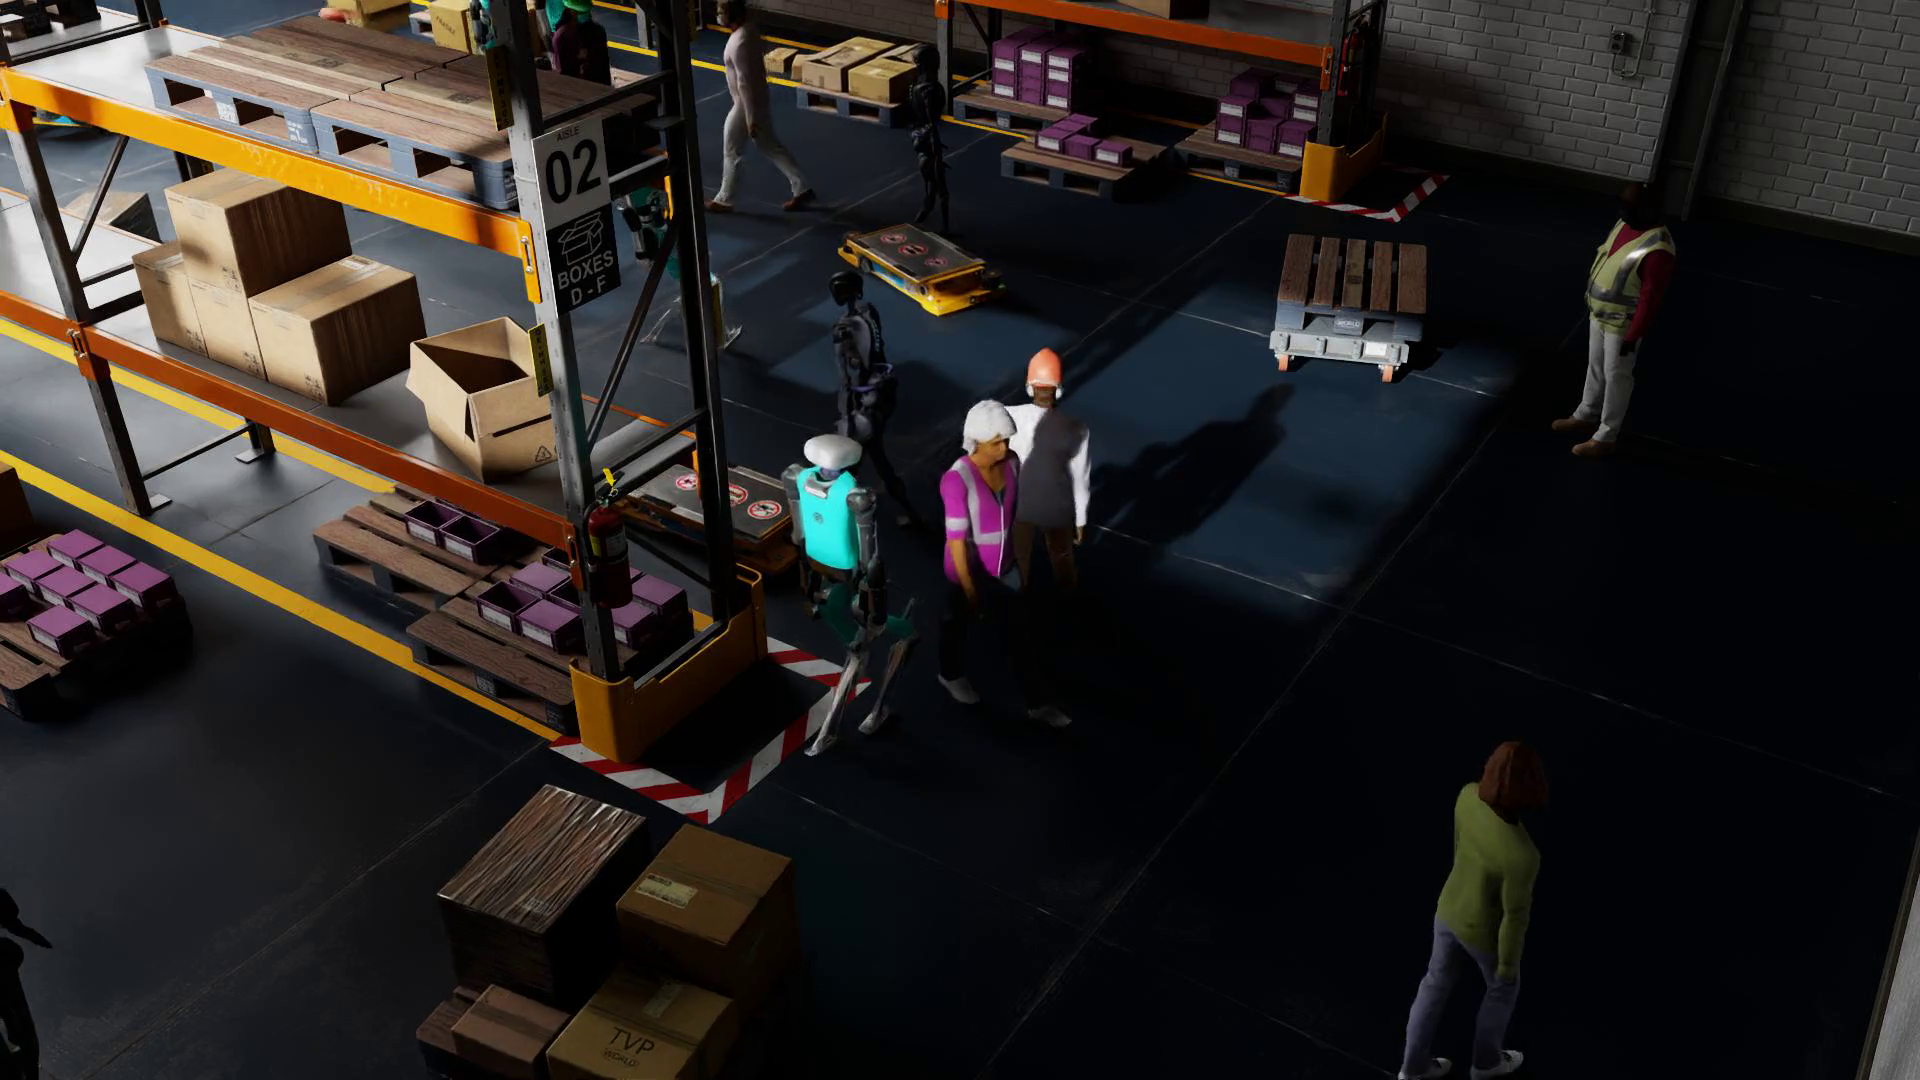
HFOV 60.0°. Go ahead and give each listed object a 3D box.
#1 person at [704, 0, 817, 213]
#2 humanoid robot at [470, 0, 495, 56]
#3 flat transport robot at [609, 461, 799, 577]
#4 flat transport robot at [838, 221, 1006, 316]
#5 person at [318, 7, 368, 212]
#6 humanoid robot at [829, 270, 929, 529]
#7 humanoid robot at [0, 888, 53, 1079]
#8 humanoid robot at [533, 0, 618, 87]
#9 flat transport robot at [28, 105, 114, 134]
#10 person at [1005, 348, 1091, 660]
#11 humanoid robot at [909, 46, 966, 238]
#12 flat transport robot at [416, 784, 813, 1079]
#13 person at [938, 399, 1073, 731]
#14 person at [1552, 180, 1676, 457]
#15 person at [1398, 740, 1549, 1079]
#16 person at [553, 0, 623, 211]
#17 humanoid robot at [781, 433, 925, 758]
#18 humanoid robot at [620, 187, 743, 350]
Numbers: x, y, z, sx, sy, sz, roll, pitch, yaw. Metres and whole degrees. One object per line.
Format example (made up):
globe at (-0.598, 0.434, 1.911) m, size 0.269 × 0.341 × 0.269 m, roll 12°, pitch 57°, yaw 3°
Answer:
person at (-1.734, -3.653, 14.015) m, size 0.990 × 1.895 × 0.660 m, roll 4°, pitch 33°, yaw 6°
humanoid robot at (-4.643, -5.044, 16.305) m, size 0.537 × 1.768 × 0.984 m, roll -23°, pitch 40°, yaw -31°
flat transport robot at (-1.477, -0.200, 10.181) m, size 1.431 × 0.231 × 0.659 m, roll 20°, pitch 38°, yaw 28°
flat transport robot at (-0.317, -2.182, 13.226) m, size 0.659 × 0.231 × 1.431 m, roll -21°, pitch 39°, yaw -29°
person at (-5.177, -3.634, 14.113) m, size 0.382 × 1.737 × 0.568 m, roll -2°, pitch 33°, yaw -4°
humanoid robot at (-0.535, -0.837, 9.928) m, size 0.802 × 1.615 × 0.616 m, roll 13°, pitch 35°, yaw 19°
humanoid robot at (-3.601, 1.597, 6.125) m, size 0.344 × 1.653 × 0.612 m, roll 0°, pitch 33°, yaw 0°
humanoid robot at (-3.392, -4.280, 15.130) m, size 0.828 × 1.786 × 0.554 m, roll 27°, pitch 42°, yaw 35°
flat transport robot at (-8.563, -4.240, 16.389) m, size 1.431 × 0.231 × 0.659 m, roll 7°, pitch 34°, yaw 10°
person at (0.439, -0.246, 8.930) m, size 0.571 × 1.693 × 0.893 m, roll 9°, pitch 34°, yaw 13°
humanoid robot at (-0.232, -3.179, 13.482) m, size 0.607 × 1.638 × 0.598 m, roll -4°, pitch 33°, yaw -6°
flat transport robot at (-1.371, 2.079, 6.678) m, size 0.659 × 0.231 × 1.431 m, roll 14°, pitch 36°, yaw 20°
person at (0.183, 0.163, 8.212) m, size 0.521 × 1.810 × 0.900 m, roll -24°, pitch 40°, yaw -32°
person at (4.185, -1.411, 10.603) m, size 0.429 × 1.842 × 0.625 m, roll -2°, pitch 33°, yaw -4°
person at (2.017, 1.461, 6.396) m, size 0.609 × 1.600 × 0.527 m, roll -13°, pitch 35°, yaw -19°
person at (-3.115, -3.716, 14.077) m, size 0.513 × 1.914 × 0.856 m, roll -19°, pitch 38°, yaw -27°
humanoid robot at (-0.486, 0.231, 8.185) m, size 0.550 × 1.794 × 0.767 m, roll 21°, pitch 39°, yaw 29°
humanoid robot at (-1.931, -2.120, 11.843) m, size 1.023 × 1.771 × 0.544 m, roll 4°, pitch 33°, yaw 7°
